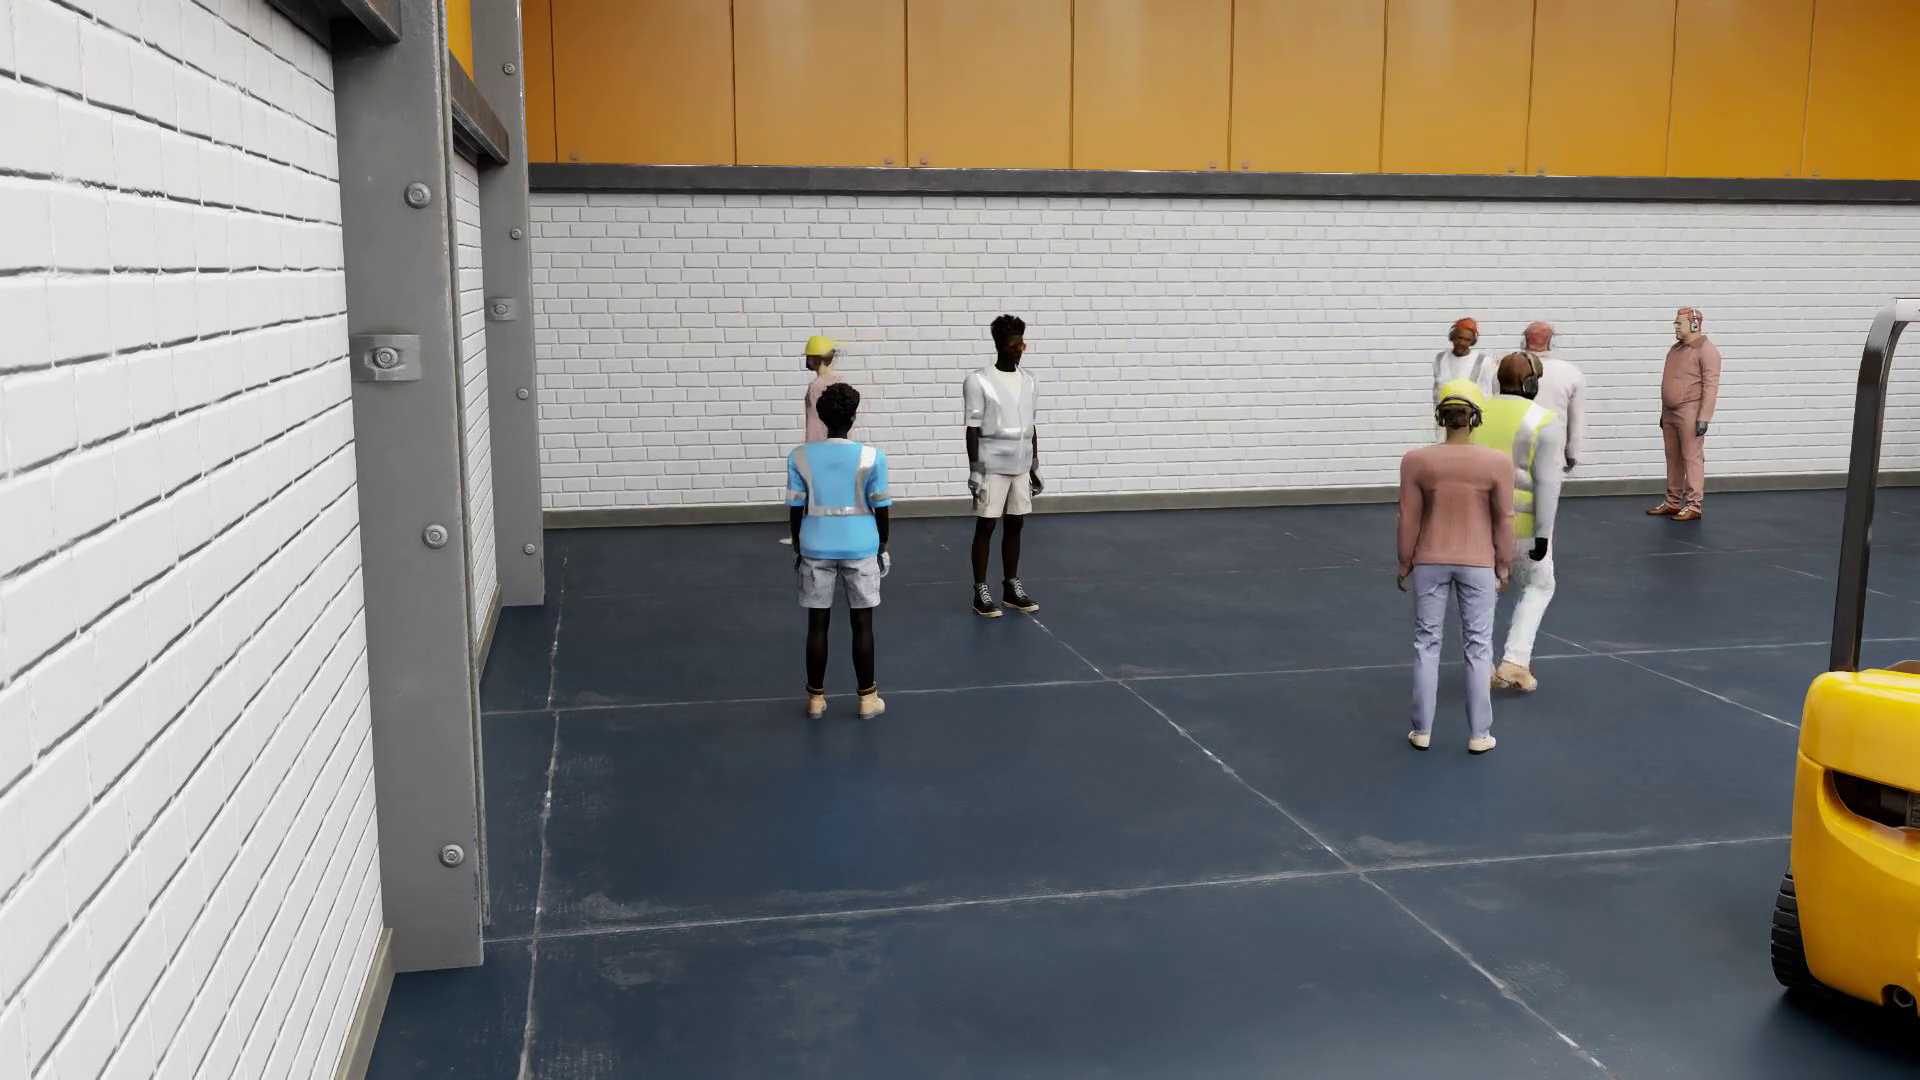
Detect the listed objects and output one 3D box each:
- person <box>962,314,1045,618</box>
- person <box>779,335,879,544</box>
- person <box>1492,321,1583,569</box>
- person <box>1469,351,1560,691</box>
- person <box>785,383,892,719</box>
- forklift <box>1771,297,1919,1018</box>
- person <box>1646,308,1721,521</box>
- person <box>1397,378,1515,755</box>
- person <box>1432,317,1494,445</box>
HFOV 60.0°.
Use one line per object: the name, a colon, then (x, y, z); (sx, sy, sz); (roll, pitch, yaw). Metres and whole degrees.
person: (0.293, -0.488, 10.871); (0.604, 1.967, 0.367); (-7, 12, -37)
person: (-1.052, -0.786, 13.399); (0.857, 1.729, 0.527); (2, 10, 13)
person: (4.200, -0.662, 12.228); (0.661, 1.874, 0.872); (2, 10, 12)
person: (2.901, -0.085, 8.842); (0.449, 1.825, 0.640); (-8, 12, -40)
person: (-0.601, 0.063, 8.343); (0.540, 1.696, 0.316); (1, 9, 6)
forklift: (3.542, 0.334, 5.177); (2.313, 2.155, 1.214); (-9, 13, -43)
person: (6.504, -1.129, 14.969); (0.406, 1.906, 0.654); (-2, 9, -10)
person: (2.310, 0.124, 7.784); (0.524, 1.759, 0.338); (4, 10, 21)
person: (4.259, -0.960, 14.100); (0.595, 1.846, 0.584); (8, 12, 42)
